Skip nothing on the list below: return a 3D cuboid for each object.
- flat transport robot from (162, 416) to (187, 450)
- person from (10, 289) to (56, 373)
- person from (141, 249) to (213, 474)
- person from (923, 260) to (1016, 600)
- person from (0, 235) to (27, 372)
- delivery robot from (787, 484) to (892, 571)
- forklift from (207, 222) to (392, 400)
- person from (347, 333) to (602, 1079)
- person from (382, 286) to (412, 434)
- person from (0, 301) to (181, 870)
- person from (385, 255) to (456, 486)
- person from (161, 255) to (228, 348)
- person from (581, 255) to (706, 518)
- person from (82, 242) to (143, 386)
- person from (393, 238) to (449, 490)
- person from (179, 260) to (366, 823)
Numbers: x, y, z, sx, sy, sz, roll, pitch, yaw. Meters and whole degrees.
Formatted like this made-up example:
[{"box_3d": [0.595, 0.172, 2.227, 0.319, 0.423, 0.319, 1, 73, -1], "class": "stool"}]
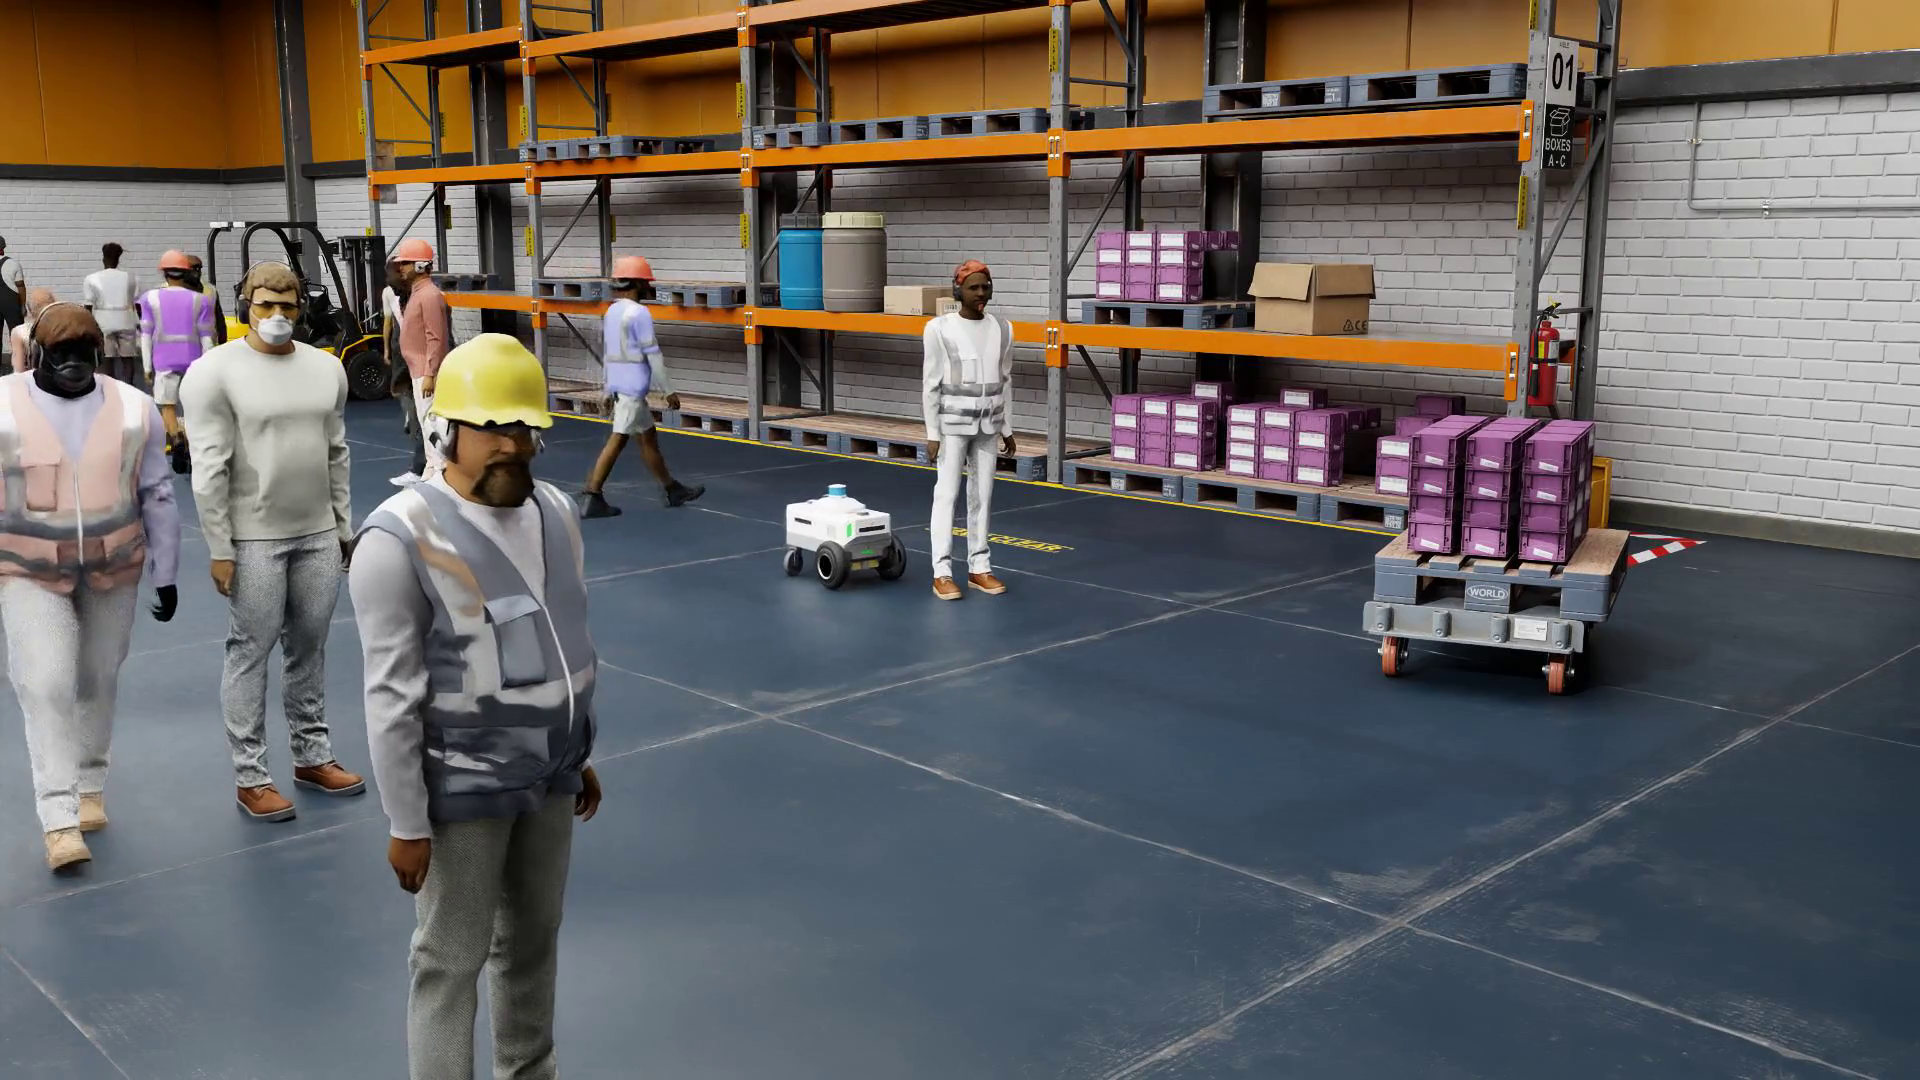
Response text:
[{"box_3d": [-7.624, -1.028, 15.978, 0.652, 0.197, 1.431, -2, 10, -9], "class": "flat transport robot"}, {"box_3d": [-7.117, -1.149, 13.011, 0.506, 1.593, 0.831, -7, 12, -32], "class": "person"}, {"box_3d": [-6.551, -1.476, 13.982, 0.566, 1.907, 0.802, -6, 12, -29], "class": "person"}, {"box_3d": [0.058, -0.614, 9.325, 0.575, 1.882, 0.360, -6, 12, -30], "class": "person"}, {"box_3d": [-14.176, -3.502, 24.640, 0.675, 2.000, 0.536, -3, 11, -16], "class": "person"}, {"box_3d": [-0.720, -0.084, 9.801, 0.477, 0.478, 0.707, -8, 13, -37], "class": "delivery robot"}, {"box_3d": [-8.169, -2.758, 20.163, 2.313, 2.155, 1.214, -10, 14, -44], "class": "forklift"}, {"box_3d": [-0.958, 0.486, 3.467, 0.403, 1.828, 0.597, 5, 12, 26], "class": "person"}, {"box_3d": [-5.485, -1.927, 16.631, 0.530, 1.827, 0.482, -5, 11, -25], "class": "person"}, {"box_3d": [-2.864, 0.140, 5.430, 0.636, 1.803, 0.875, -8, 13, -38], "class": "person"}, {"box_3d": [-4.381, -1.356, 13.445, 0.755, 1.859, 0.682, -9, 14, -40], "class": "person"}, {"box_3d": [-7.712, -1.980, 16.942, 0.710, 1.820, 0.651, 6, 12, 31], "class": "person"}, {"box_3d": [-2.349, -1.112, 12.076, 1.024, 1.882, 0.553, -7, 12, -32], "class": "person"}, {"box_3d": [-9.723, -2.440, 19.113, 0.718, 1.940, 0.450, -7, 13, -34], "class": "person"}, {"box_3d": [-4.117, -1.307, 12.794, 0.375, 1.995, 0.609, -5, 12, -27], "class": "person"}, {"box_3d": [-2.383, -0.004, 5.855, 0.379, 1.937, 0.629, 6, 12, 31], "class": "person"}]
